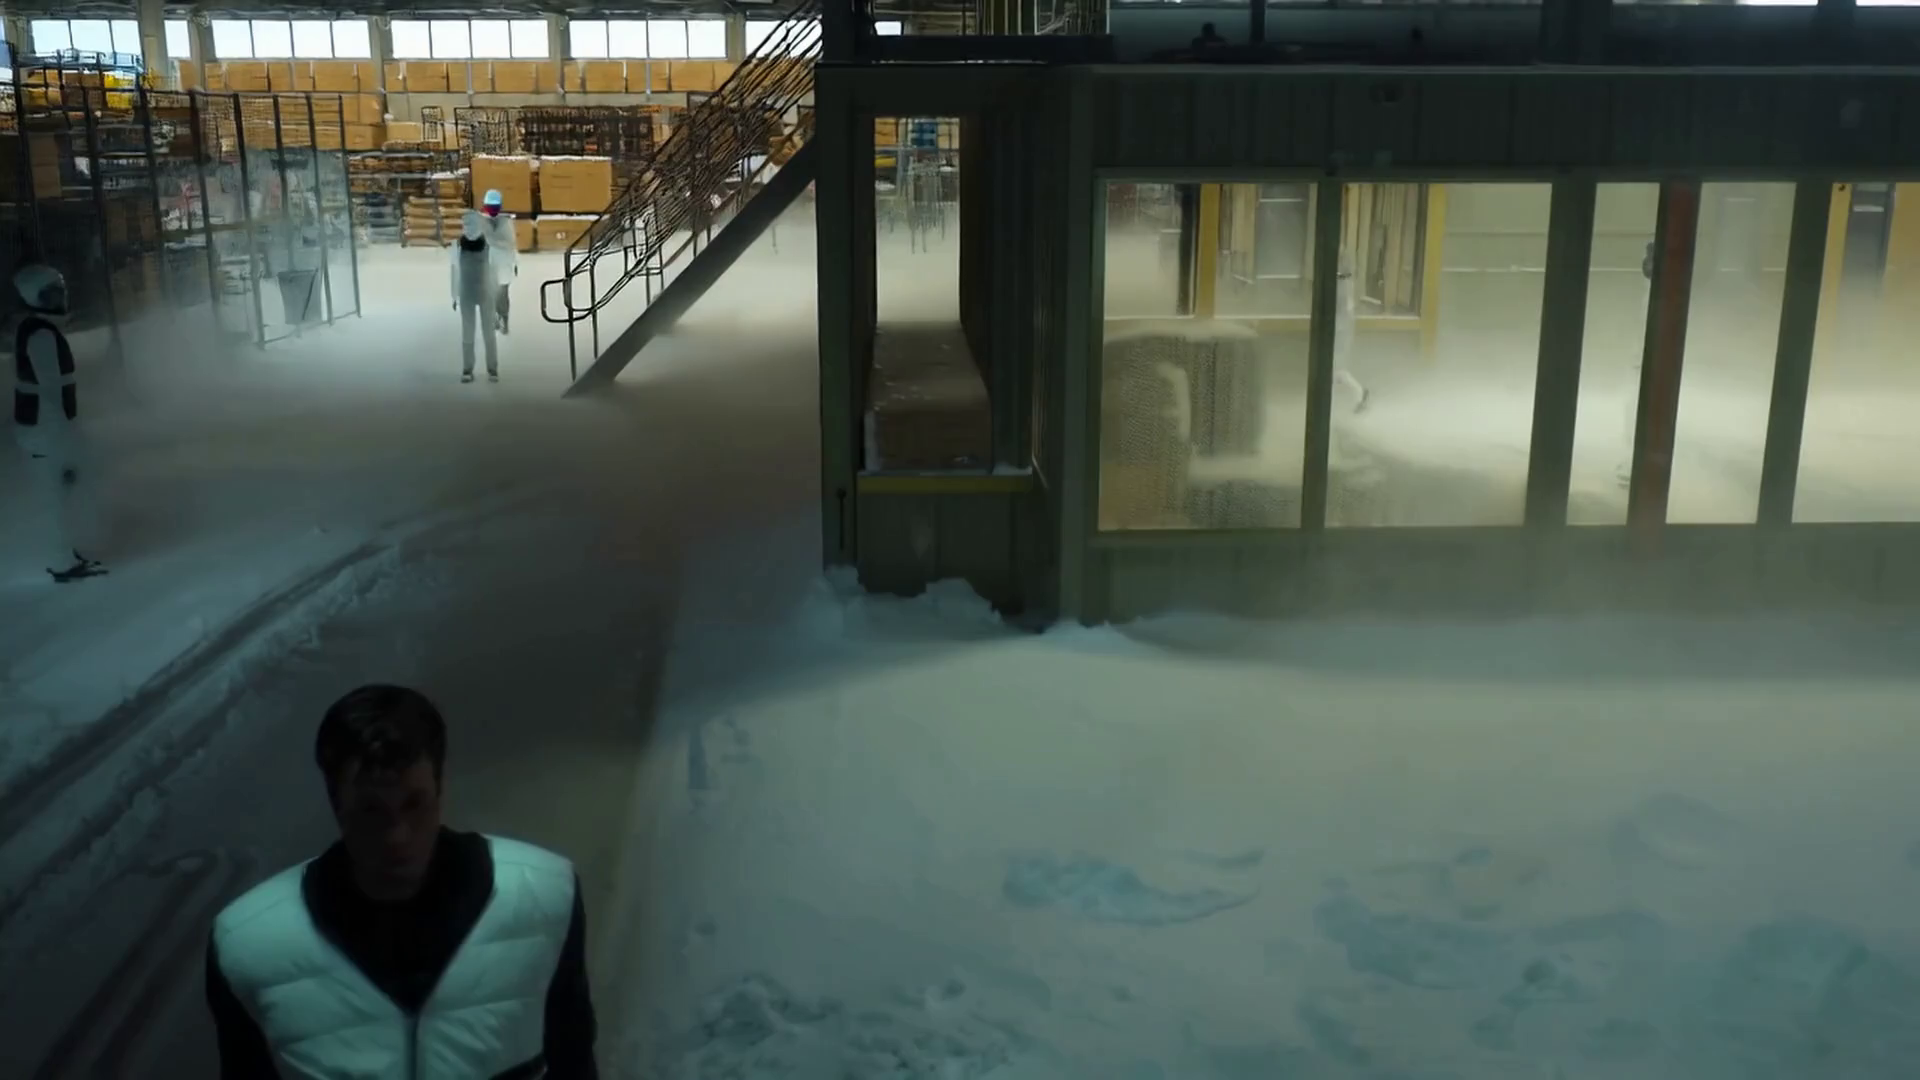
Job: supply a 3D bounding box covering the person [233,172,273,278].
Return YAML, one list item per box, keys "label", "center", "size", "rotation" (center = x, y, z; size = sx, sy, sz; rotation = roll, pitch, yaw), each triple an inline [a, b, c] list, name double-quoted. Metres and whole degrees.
- label: "person"
  center: [-12.917, -5.722, 30.187]
  size: [0.952, 1.889, 0.562]
  rotation: [5, 15, 19]

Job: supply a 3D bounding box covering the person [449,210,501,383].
- label: "person"
  center: [-5.207, -2.615, 17.885]
  size: [0.512, 1.845, 0.340]
  rotation: [-4, 14, -14]

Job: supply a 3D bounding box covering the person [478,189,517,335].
- label: "person"
  center: [-6.174, -3.721, 22.177]
  size: [0.550, 1.914, 0.875]
  rotation: [-4, 14, -14]

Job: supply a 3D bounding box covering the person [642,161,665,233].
- label: "person"
  center: [-7.814, -8.774, 42.527]
  size: [0.597, 1.832, 0.404]
  rotation: [1, 14, 6]

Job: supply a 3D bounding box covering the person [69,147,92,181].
- label: "person"
  center: [-29.495, -12.188, 55.846]
  size: [0.520, 1.993, 0.694]
  rotation: [7, 16, 25]

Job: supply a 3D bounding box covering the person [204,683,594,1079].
- label: "person"
  center: [-0.899, 1.132, 2.790]
  size: [0.585, 1.911, 0.388]
  rotation: [-6, 15, -22]

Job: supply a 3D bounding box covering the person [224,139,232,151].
- label: "person"
  center: [-36.253, -18.879, 82.583]
  size: [0.395, 1.993, 0.614]
  rotation: [1, 14, 5]

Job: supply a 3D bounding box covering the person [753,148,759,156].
- label: "person"
  center: [-9.017, -16.567, 73.914]
  size: [0.923, 1.720, 0.527]
  rotation: [3, 14, 12]

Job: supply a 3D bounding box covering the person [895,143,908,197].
- label: "person"
  center: [-2.221, -14.214, 63.903]
  size: [0.629, 2.007, 0.906]
  rotation: [-2, 14, -8]

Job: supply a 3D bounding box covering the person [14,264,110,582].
- label: "person"
  center: [-5.508, -0.702, 10.089]
  size: [0.391, 1.918, 0.590]
  rotation: [-9, 17, -32]

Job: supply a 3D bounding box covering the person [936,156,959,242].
- label: "person"
  center: [-0.256, -8.016, 39.175]
  size: [0.612, 1.991, 0.392]
  rotation: [2, 14, 10]

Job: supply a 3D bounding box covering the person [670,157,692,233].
- label: "person"
  center: [-7.181, -8.806, 42.514]
  size: [0.555, 1.899, 0.903]
  rotation: [12, 18, 39]

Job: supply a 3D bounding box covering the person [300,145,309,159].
- label: "person"
  center: [-29.264, -16.664, 74.077]
  size: [0.547, 1.817, 0.628]
  rotation: [2, 14, 9]

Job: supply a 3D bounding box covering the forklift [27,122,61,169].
- label: "forklift"
  center: [-35.376, -14.773, 64.377]
  size: [1.129, 2.768, 1.873]
  rotation: [-1, 14, -2]

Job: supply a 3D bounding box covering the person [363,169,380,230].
- label: "person"
  center: [-15.569, -8.986, 43.871]
  size: [0.528, 1.586, 0.856]
  rotation: [1, 14, 5]
